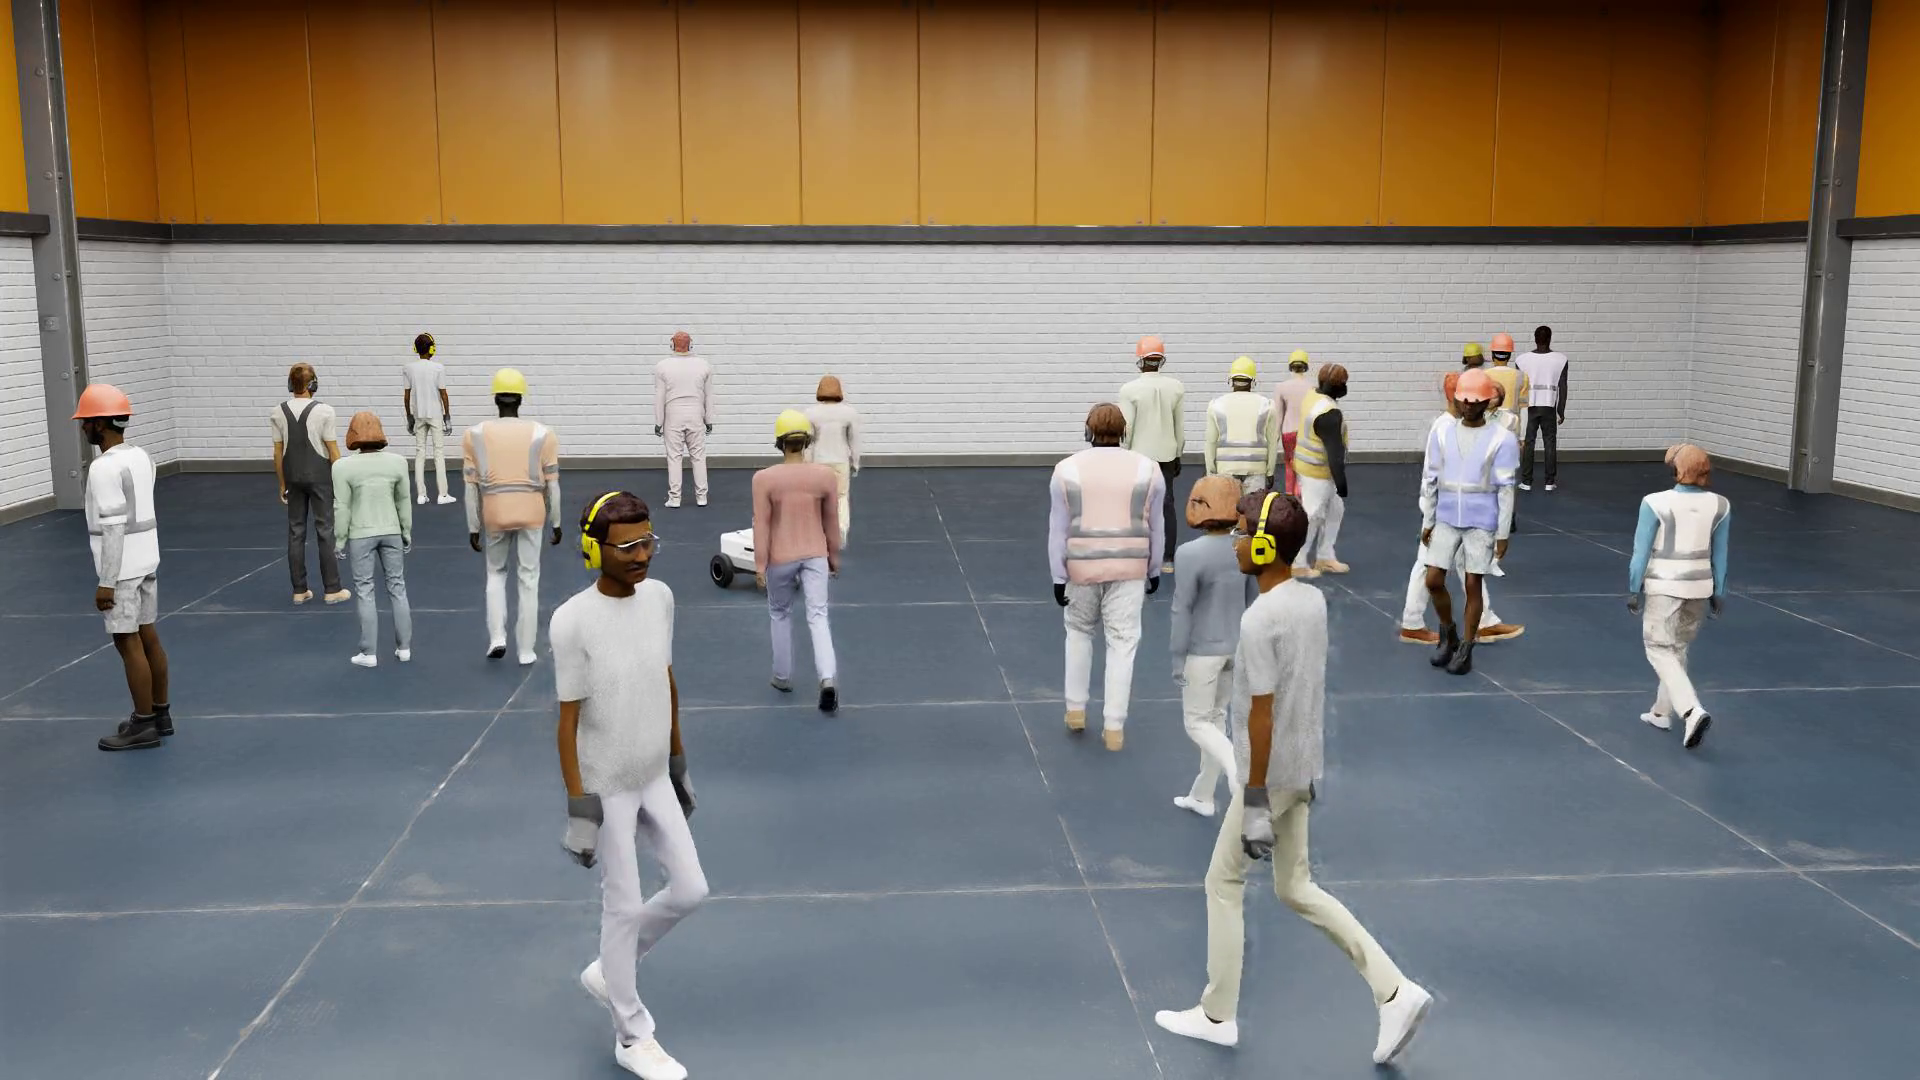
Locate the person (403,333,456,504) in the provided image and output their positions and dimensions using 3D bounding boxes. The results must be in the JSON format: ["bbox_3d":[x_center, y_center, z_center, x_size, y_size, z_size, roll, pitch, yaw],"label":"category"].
[{"bbox_3d":[-5.802,-1.314,18.180,0.507,1.862,0.329,1,9,3],"label":"person"}]

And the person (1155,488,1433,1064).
[{"bbox_3d":[1.060,0.759,5.246,0.818,1.847,0.530,6,11,35],"label":"person"}]

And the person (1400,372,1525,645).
[{"bbox_3d":[3.402,-0.188,11.122,0.895,1.847,0.610,3,10,20],"label":"person"}]

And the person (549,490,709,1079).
[{"bbox_3d":[-1.029,0.761,5.151,0.420,1.856,0.564,6,11,33],"label":"person"}]

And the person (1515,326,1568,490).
[{"bbox_3d":[6.745,-1.528,19.356,0.590,1.913,0.398,3,9,16],"label":"person"}]

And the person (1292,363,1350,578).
[{"bbox_3d":[2.992,-0.549,13.608,0.599,1.795,0.708,1,9,8],"label":"person"}]

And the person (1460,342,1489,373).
[{"bbox_3d":[6.504,-1.632,20.740,0.809,1.694,0.501,-7,11,-37],"label":"person"}]

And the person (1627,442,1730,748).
[{"bbox_3d":[3.861,0.286,8.884,0.522,1.613,0.719,-1,9,-8],"label":"person"}]

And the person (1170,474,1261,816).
[{"bbox_3d":[1.187,0.514,7.473,0.505,1.617,0.640,-6,11,-33],"label":"person"}]

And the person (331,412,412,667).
[{"bbox_3d":[-3.765,-0.007,10.677,0.507,1.631,0.270,-8,12,-40],"label":"person"}]

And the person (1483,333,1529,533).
[{"bbox_3d":[5.230,-1.033,16.165,0.542,1.939,0.368,2,9,10],"label":"person"}]

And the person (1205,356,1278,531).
[{"bbox_3d":[2.316,-0.593,13.727,0.592,1.834,0.404,1,9,9],"label":"person"}]

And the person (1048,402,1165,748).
[{"bbox_3d":[0.790,0.167,8.984,0.621,1.820,0.760,1,9,4],"label":"person"}]

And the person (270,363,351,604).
[{"bbox_3d":[-4.940,-0.423,12.637,0.506,1.843,0.346,0,9,1],"label":"person"}]

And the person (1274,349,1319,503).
[{"bbox_3d":[3.551,-1.142,17.497,0.524,1.732,0.838,4,10,22],"label":"person"}]

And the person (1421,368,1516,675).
[{"bbox_3d":[3.166,-0.110,10.394,0.580,1.925,0.392,6,11,35],"label":"person"}]

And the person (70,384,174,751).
[{"bbox_3d":[-4.438,0.144,8.778,0.373,1.934,0.551,-1,9,-5],"label":"person"}]

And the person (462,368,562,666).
[{"bbox_3d":[-2.858,-0.140,10.659,0.595,1.911,0.434,-2,9,-9],"label":"person"}]

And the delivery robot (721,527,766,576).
[{"bbox_3d":[-1.596,0.076,13.238,0.477,0.478,0.707,-8,12,-40],"label":"delivery robot"}]

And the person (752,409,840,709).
[{"bbox_3d":[-0.936,0.102,9.702,0.532,1.731,0.882,-3,9,-17],"label":"person"}]

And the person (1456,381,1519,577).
[{"bbox_3d":[4.369,-0.505,13.793,0.514,1.636,0.315,0,9,-3],"label":"person"}]

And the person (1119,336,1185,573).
[{"bbox_3d":[1.588,-0.702,13.905,0.609,1.996,0.379,-3,10,-20],"label":"person"}]

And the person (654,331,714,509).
[{"bbox_3d":[-2.977,-1.292,17.894,0.651,1.906,0.403,-4,10,-23],"label":"person"}]

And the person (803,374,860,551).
[{"bbox_3d":[-1.157,-0.686,14.989,0.510,1.611,0.654,-1,9,-9],"label":"person"}]
